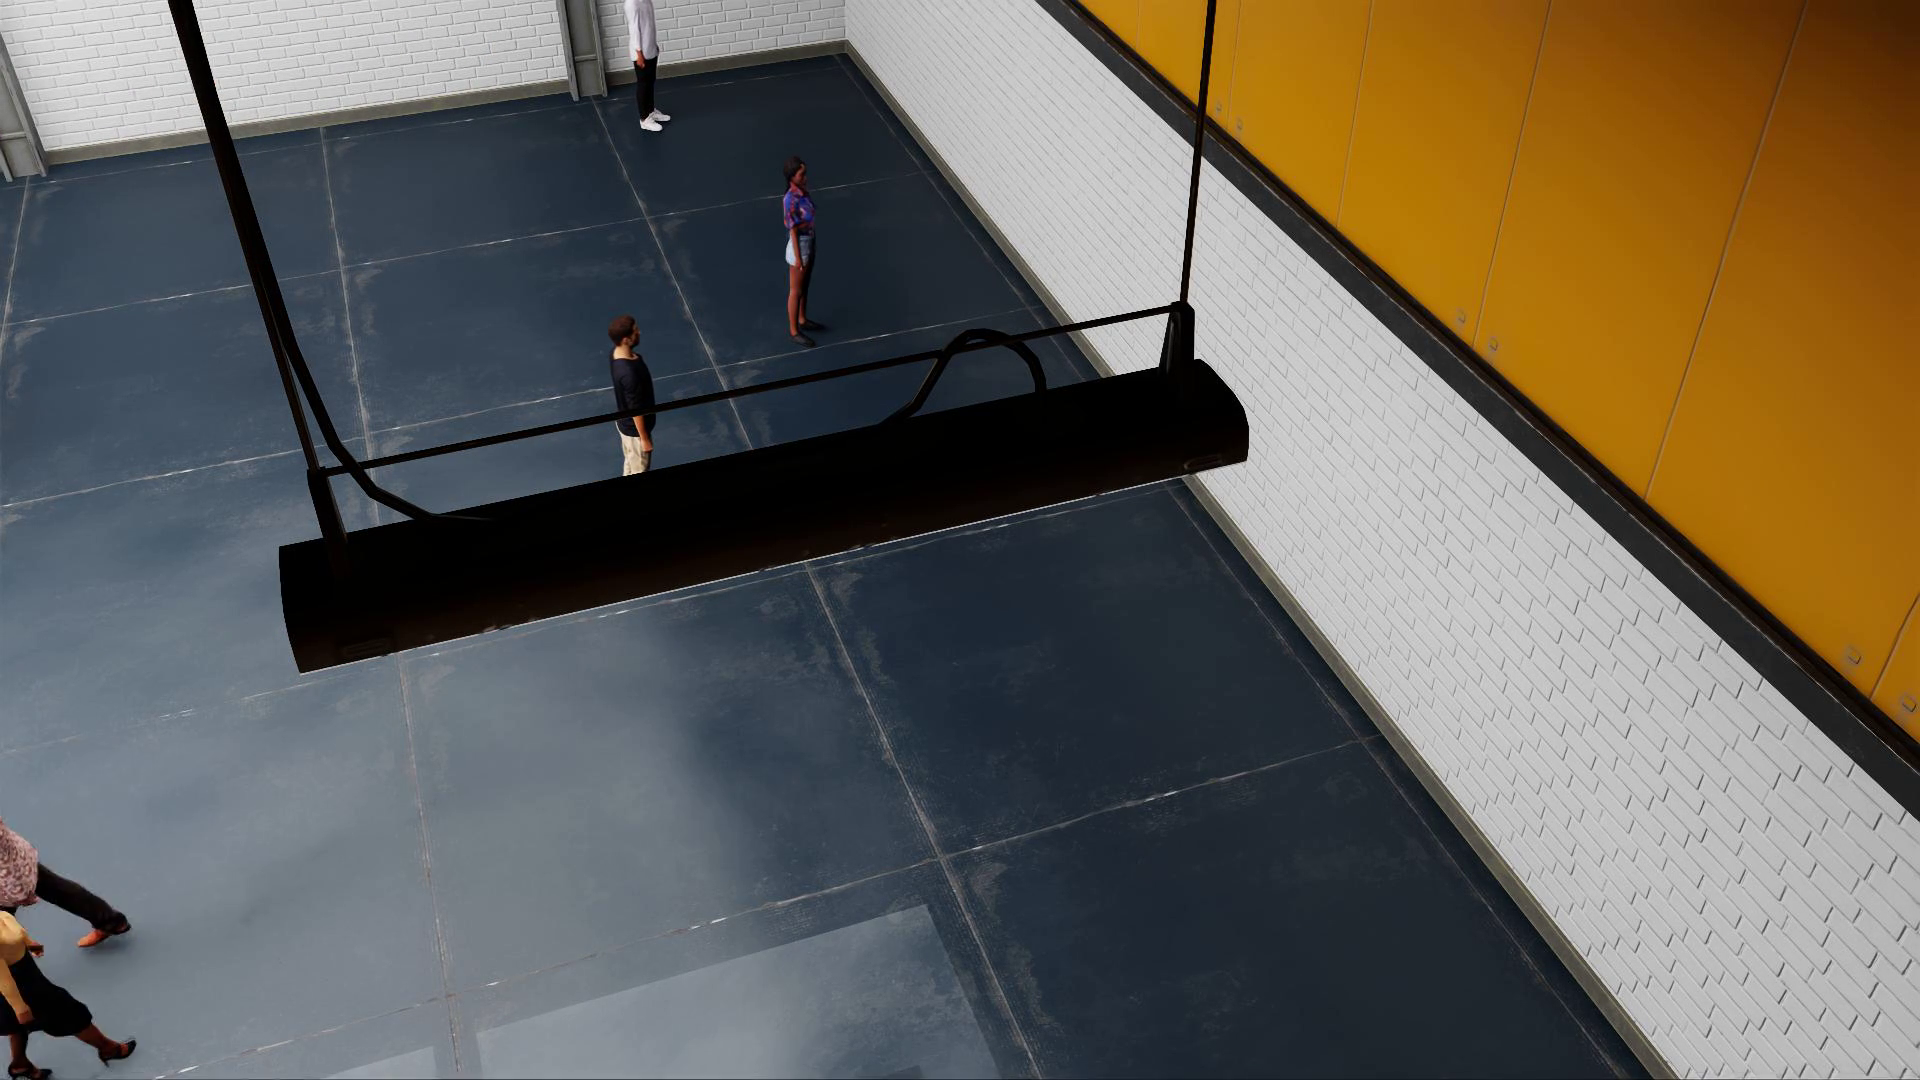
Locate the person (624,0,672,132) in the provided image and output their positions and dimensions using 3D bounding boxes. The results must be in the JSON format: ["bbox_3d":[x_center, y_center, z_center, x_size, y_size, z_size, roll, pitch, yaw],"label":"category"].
[{"bbox_3d":[-3.459,-5.401,18.169,0.741,1.809,0.715,9,40,11],"label":"person"}]

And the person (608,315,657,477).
[{"bbox_3d":[-2.439,-0.857,12.444,0.531,1.852,0.625,-13,40,-16],"label":"person"}]

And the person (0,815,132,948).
[{"bbox_3d":[-5.179,1.804,9.195,1.223,1.749,0.793,-17,42,-20],"label":"person"}]

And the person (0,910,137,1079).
[{"bbox_3d":[-4.959,2.318,8.653,0.911,1.622,0.755,-25,45,-28],"label":"person"}]

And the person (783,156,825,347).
[{"bbox_3d":[-1.407,-2.561,14.666,0.690,1.743,0.670,8,39,10],"label":"person"}]
